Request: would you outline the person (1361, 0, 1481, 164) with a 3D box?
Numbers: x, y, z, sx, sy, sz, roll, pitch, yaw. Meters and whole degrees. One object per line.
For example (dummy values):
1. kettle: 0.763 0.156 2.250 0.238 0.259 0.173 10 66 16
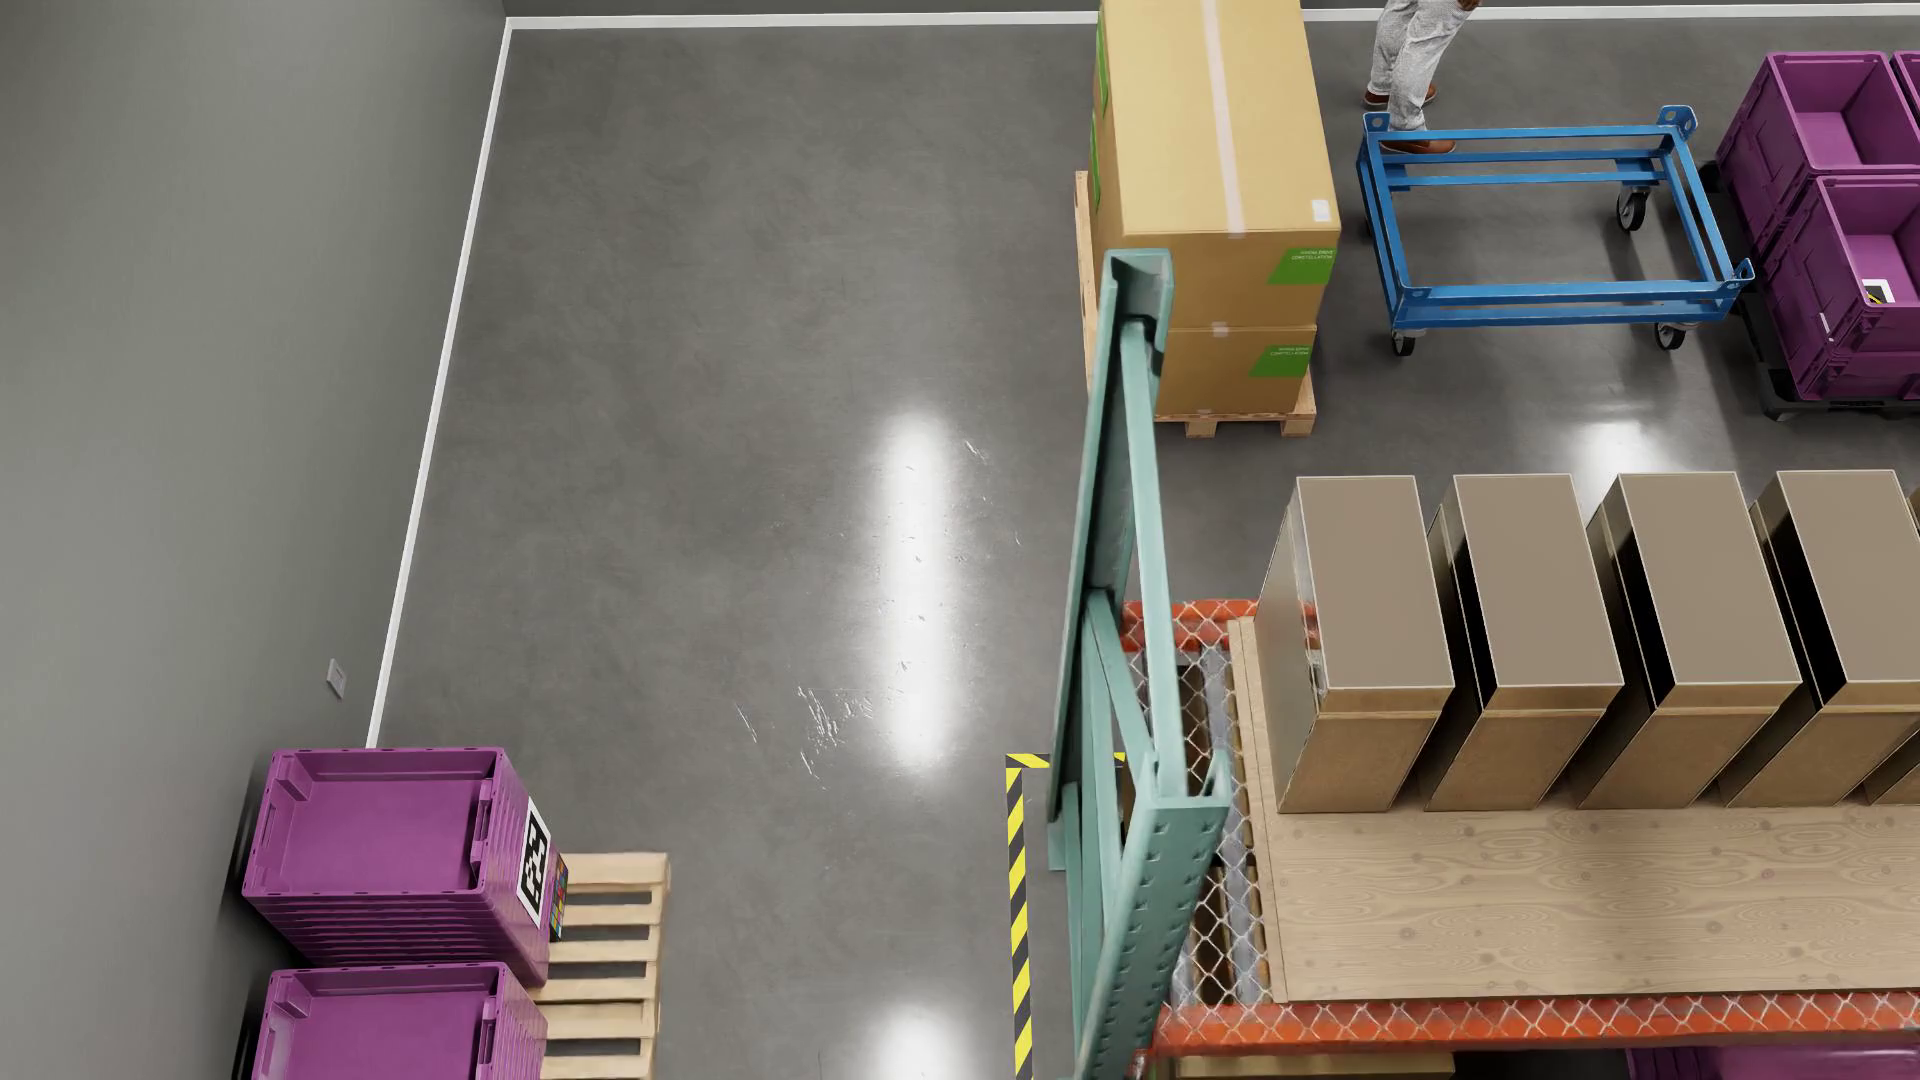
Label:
1. person: 1.819 -2.236 6.074 0.372 1.940 0.630 -3 58 -2
